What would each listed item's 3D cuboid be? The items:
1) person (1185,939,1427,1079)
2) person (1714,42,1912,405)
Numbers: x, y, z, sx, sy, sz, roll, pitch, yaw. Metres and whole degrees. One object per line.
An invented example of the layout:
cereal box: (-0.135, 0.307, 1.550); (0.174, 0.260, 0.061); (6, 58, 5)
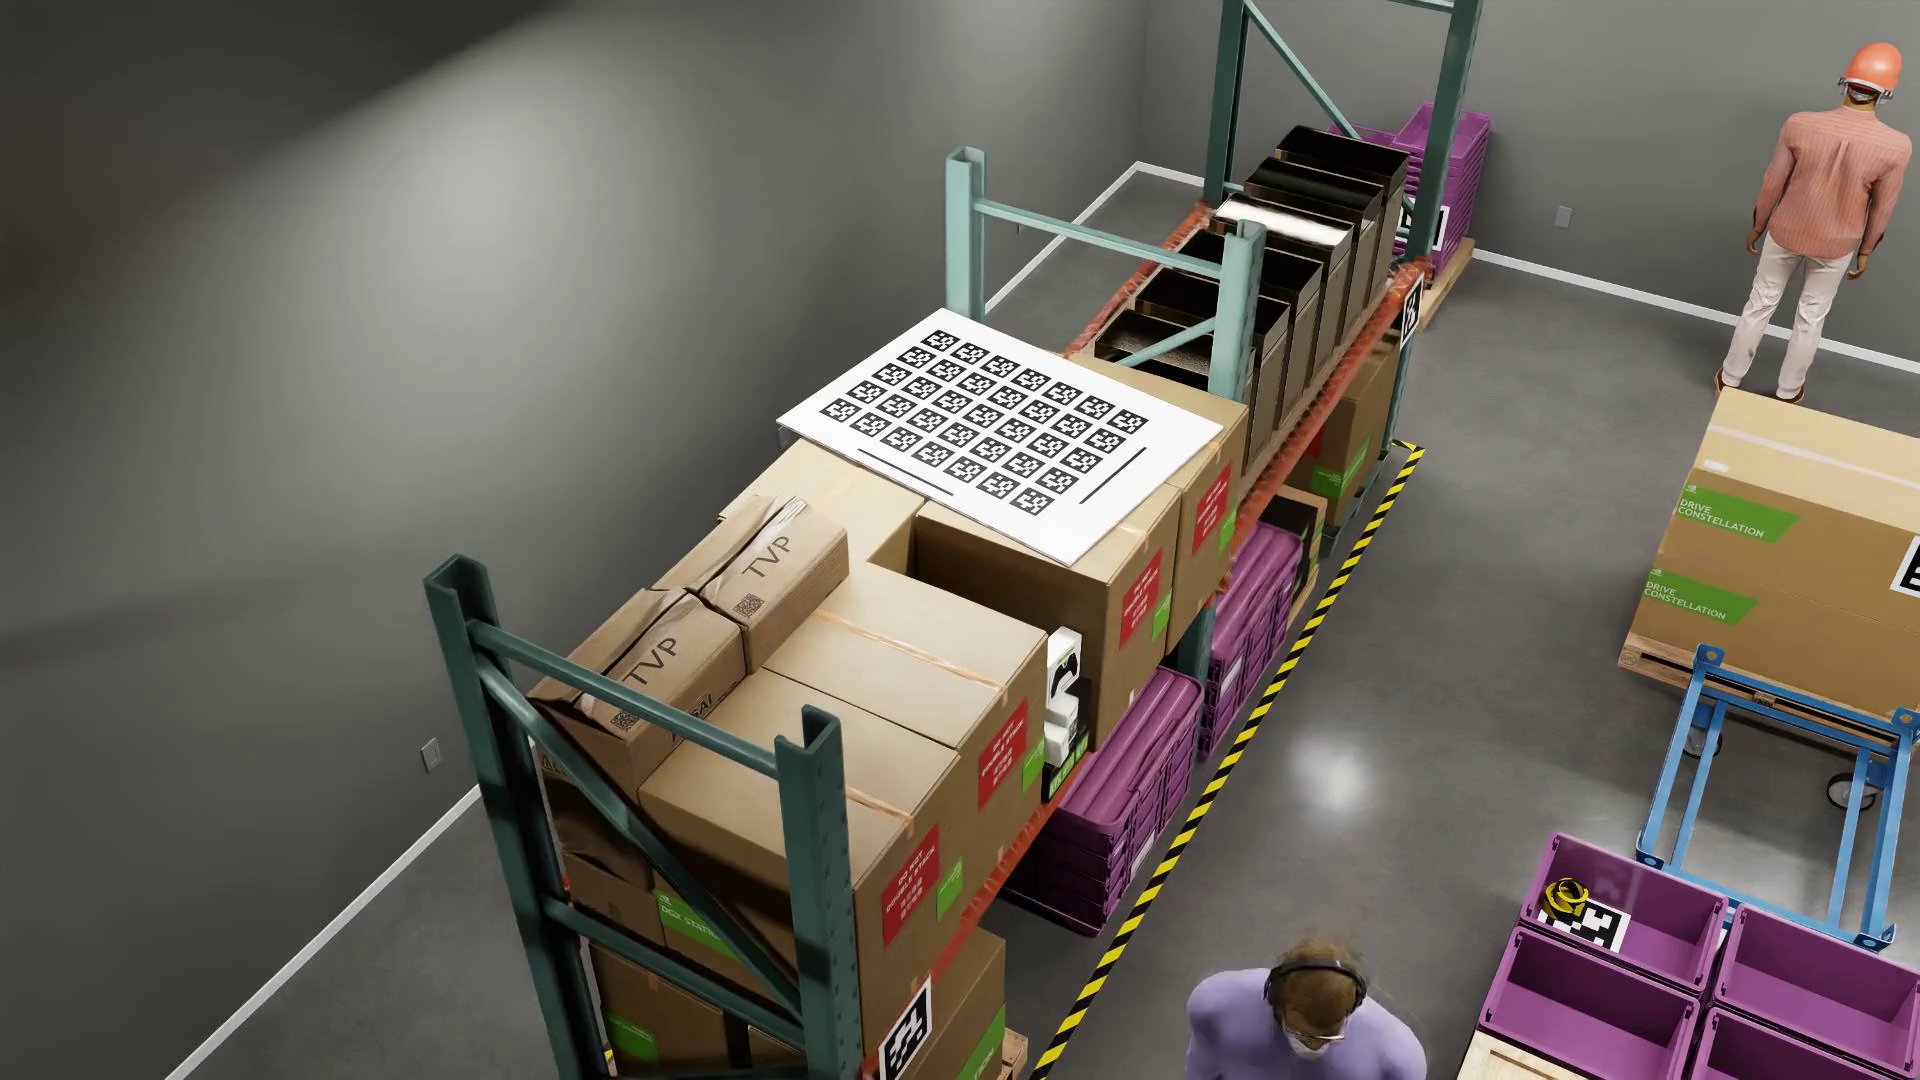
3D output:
person: (0.915, 1.634, 4.676); (0.627, 1.914, 0.883); (11, 41, 13)
person: (4.303, -1.540, 8.389); (0.611, 1.995, 0.380); (20, 44, 22)
